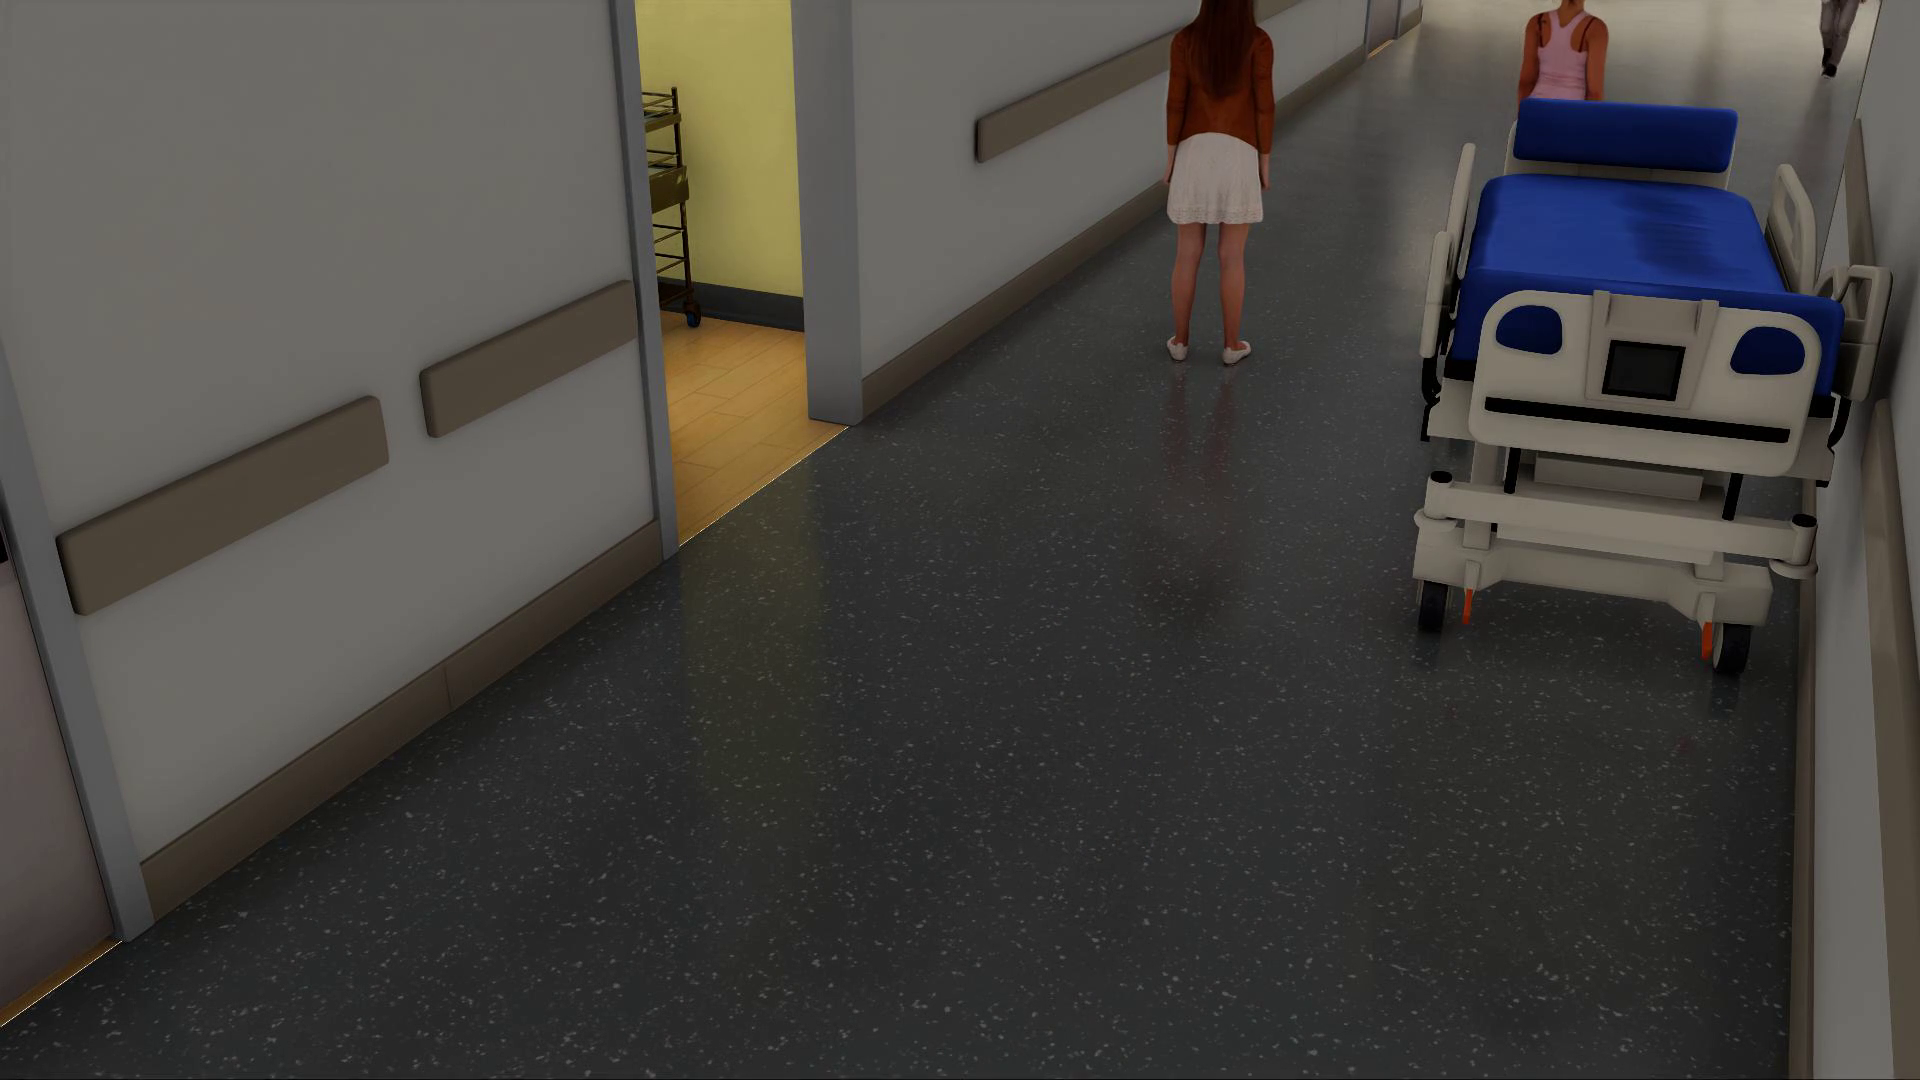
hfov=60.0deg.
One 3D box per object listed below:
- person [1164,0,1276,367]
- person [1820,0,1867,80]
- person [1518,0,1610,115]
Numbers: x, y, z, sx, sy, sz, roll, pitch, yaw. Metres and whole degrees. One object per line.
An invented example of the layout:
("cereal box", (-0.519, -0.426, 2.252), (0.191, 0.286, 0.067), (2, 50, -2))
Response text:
("person", (1.091, -1.599, 7.067), (0.556, 1.723, 0.706), (7, 27, 13))
("person", (7.120, -4.467, 13.371), (0.923, 1.414, 0.689), (17, 31, 31))
("person", (2.807, -1.943, 7.872), (0.545, 1.643, 0.685), (22, 33, 38))
